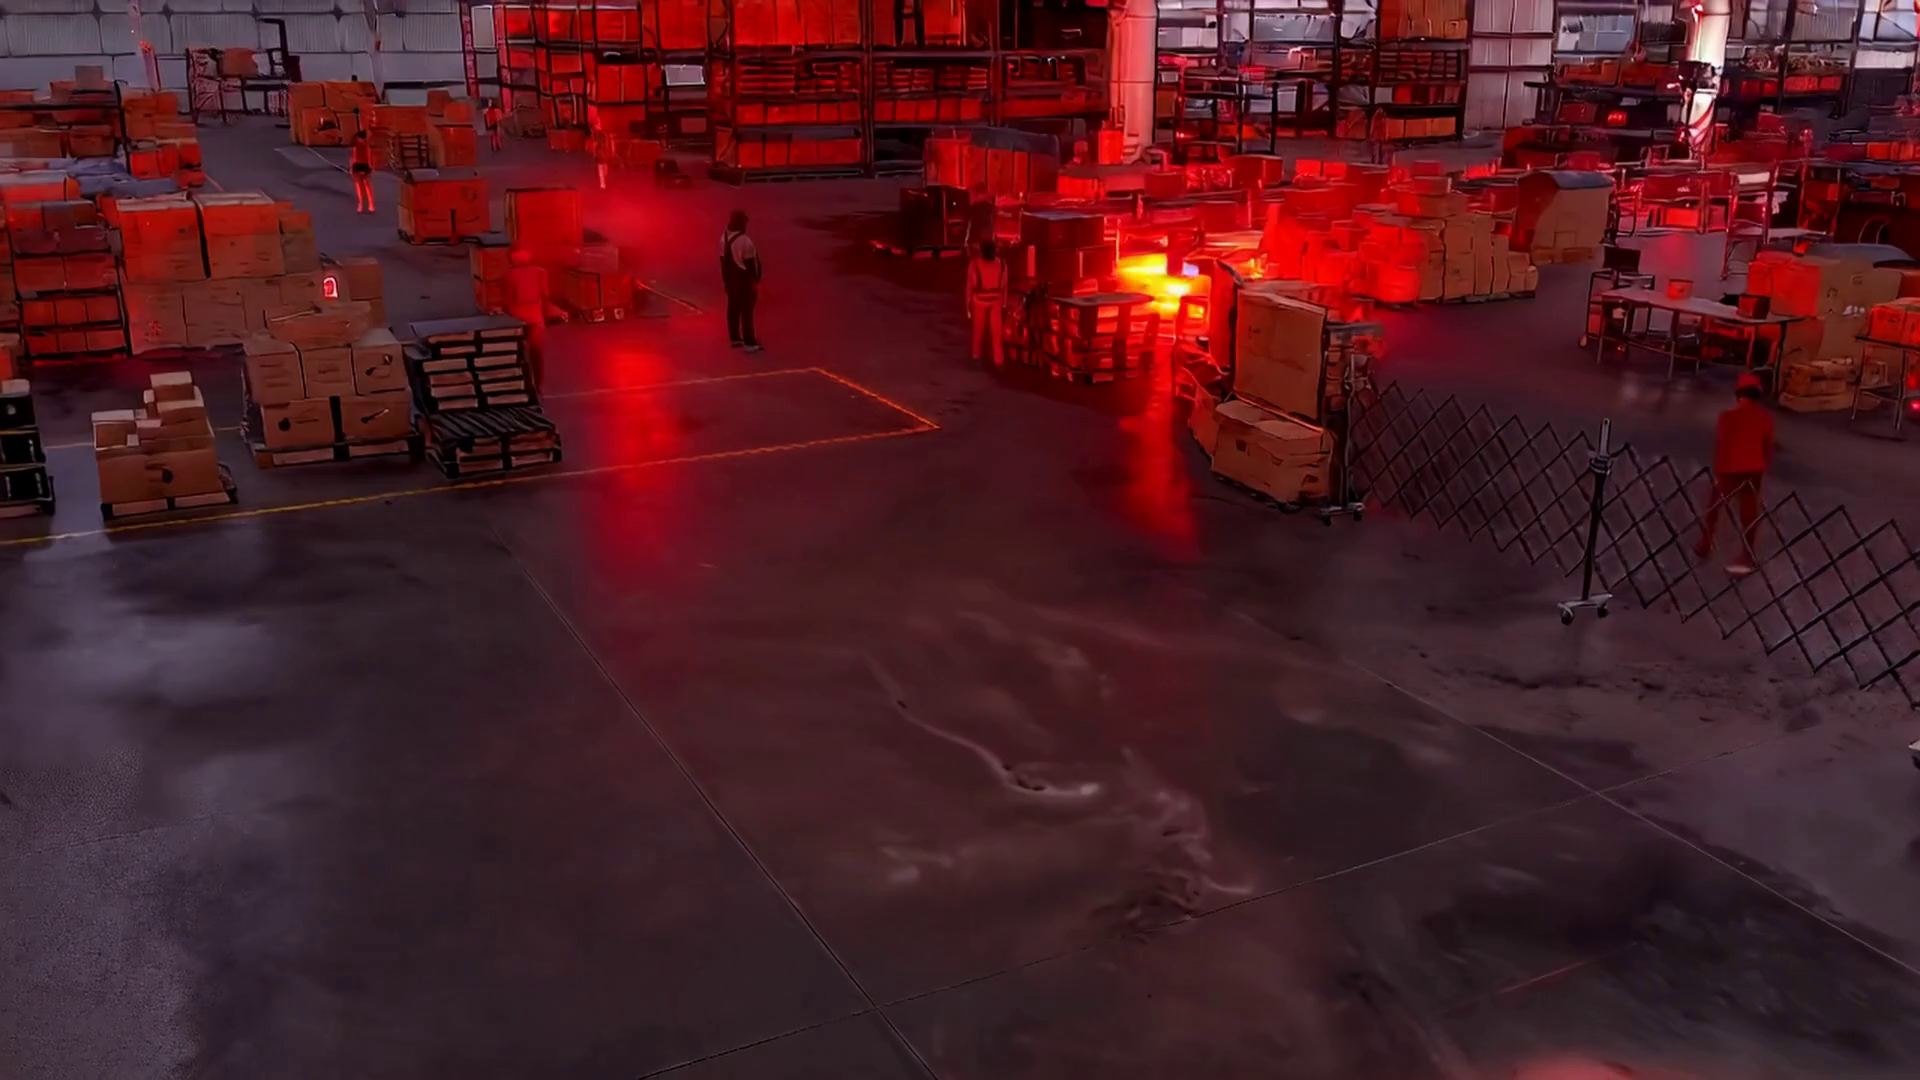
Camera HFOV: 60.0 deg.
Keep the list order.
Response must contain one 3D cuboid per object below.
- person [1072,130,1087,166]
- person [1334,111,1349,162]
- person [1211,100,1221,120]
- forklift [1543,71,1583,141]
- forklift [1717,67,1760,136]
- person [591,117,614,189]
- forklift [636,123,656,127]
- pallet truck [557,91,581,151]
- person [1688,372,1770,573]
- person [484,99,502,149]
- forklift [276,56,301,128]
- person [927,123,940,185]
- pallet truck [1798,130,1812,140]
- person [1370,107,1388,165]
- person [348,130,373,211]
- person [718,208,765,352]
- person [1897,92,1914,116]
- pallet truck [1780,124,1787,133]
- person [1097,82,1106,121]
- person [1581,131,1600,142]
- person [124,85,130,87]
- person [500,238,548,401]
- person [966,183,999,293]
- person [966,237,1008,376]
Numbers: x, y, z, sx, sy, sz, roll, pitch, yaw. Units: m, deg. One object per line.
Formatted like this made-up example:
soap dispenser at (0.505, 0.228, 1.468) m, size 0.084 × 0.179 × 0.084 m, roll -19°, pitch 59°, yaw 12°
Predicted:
person at (3.212, -9.967, 43.835) m, size 0.669 × 1.676 × 0.533 m, roll -7°, pitch 19°, yaw -20°
person at (12.150, -12.736, 52.567) m, size 0.583 × 1.611 × 0.533 m, roll 2°, pitch 18°, yaw 7°
person at (9.227, -15.396, 60.553) m, size 0.570 × 1.812 × 0.436 m, roll -6°, pitch 19°, yaw -17°
forklift at (18.685, -13.231, 52.085) m, size 1.873 × 2.768 × 1.129 m, roll -9°, pitch 20°, yaw -26°
forklift at (26.304, -14.505, 56.055) m, size 1.129 × 2.768 × 1.873 m, roll -9°, pitch 20°, yaw -26°
person at (-9.749, -10.574, 45.379) m, size 0.626 × 1.896 × 1.049 m, roll -6°, pitch 19°, yaw -18°
forklift at (-13.418, -18.476, 68.435) m, size 1.129 × 2.768 × 1.873 m, roll 7°, pitch 19°, yaw 21°
pallet truck at (-13.495, -14.412, 57.188) m, size 0.823 × 1.965 × 1.885 m, roll -3°, pitch 18°, yaw -9°
person at (6.814, -0.616, 14.627) m, size 0.569 × 1.701 × 0.853 m, roll -4°, pitch 18°, yaw -12°
person at (-16.180, -14.387, 57.593) m, size 0.532 × 1.698 × 0.319 m, roll -1°, pitch 18°, yaw -4°
forklift at (-27.100, -18.345, 68.028) m, size 1.873 × 2.768 × 1.129 m, roll -9°, pitch 20°, yaw -26°
person at (-0.767, -10.699, 46.113) m, size 0.421 × 1.678 × 0.582 m, roll 4°, pitch 18°, yaw 11°
pallet truck at (25.526, -11.556, 49.408) m, size 1.630 × 1.274 × 0.653 m, roll -9°, pitch 20°, yaw -26°
person at (12.564, -12.072, 50.064) m, size 0.400 × 1.900 × 0.636 m, roll -10°, pitch 20°, yaw -28°
person at (-14.498, -8.935, 40.237) m, size 0.539 × 1.929 × 0.394 m, roll -13°, pitch 22°, yaw -35°
person at (-3.106, -3.739, 23.843) m, size 0.682 × 2.000 × 0.537 m, roll 16°, pitch 24°, yaw 41°
person at (32.808, -14.613, 57.973) m, size 0.690 × 1.906 × 0.407 m, roll -7°, pitch 19°, yaw -20°
pallet truck at (25.206, -12.542, 52.601) m, size 1.601 × 1.201 × 0.680 m, roll 0°, pitch 18°, yaw -2°
person at (6.132, -18.926, 71.638) m, size 0.364 × 1.754 × 0.544 m, roll -4°, pitch 18°, yaw -12°
person at (19.408, -12.372, 51.109) m, size 0.561 × 1.819 × 0.606 m, roll -10°, pitch 20°, yaw -29°
person at (-32.395, -16.871, 65.104) m, size 0.998 × 1.859 × 0.632 m, roll -9°, pitch 20°, yaw -26°
person at (-5.489, -2.788, 20.929) m, size 0.619 × 2.012 × 0.861 m, roll -10°, pitch 21°, yaw -29°
person at (0.419, -5.084, 28.274) m, size 0.568 × 1.900 × 0.860 m, roll -9°, pitch 20°, yaw -26°
person at (0.371, -3.131, 22.288) m, size 0.609 × 1.825 × 1.012 m, roll -5°, pitch 18°, yaw -15°
